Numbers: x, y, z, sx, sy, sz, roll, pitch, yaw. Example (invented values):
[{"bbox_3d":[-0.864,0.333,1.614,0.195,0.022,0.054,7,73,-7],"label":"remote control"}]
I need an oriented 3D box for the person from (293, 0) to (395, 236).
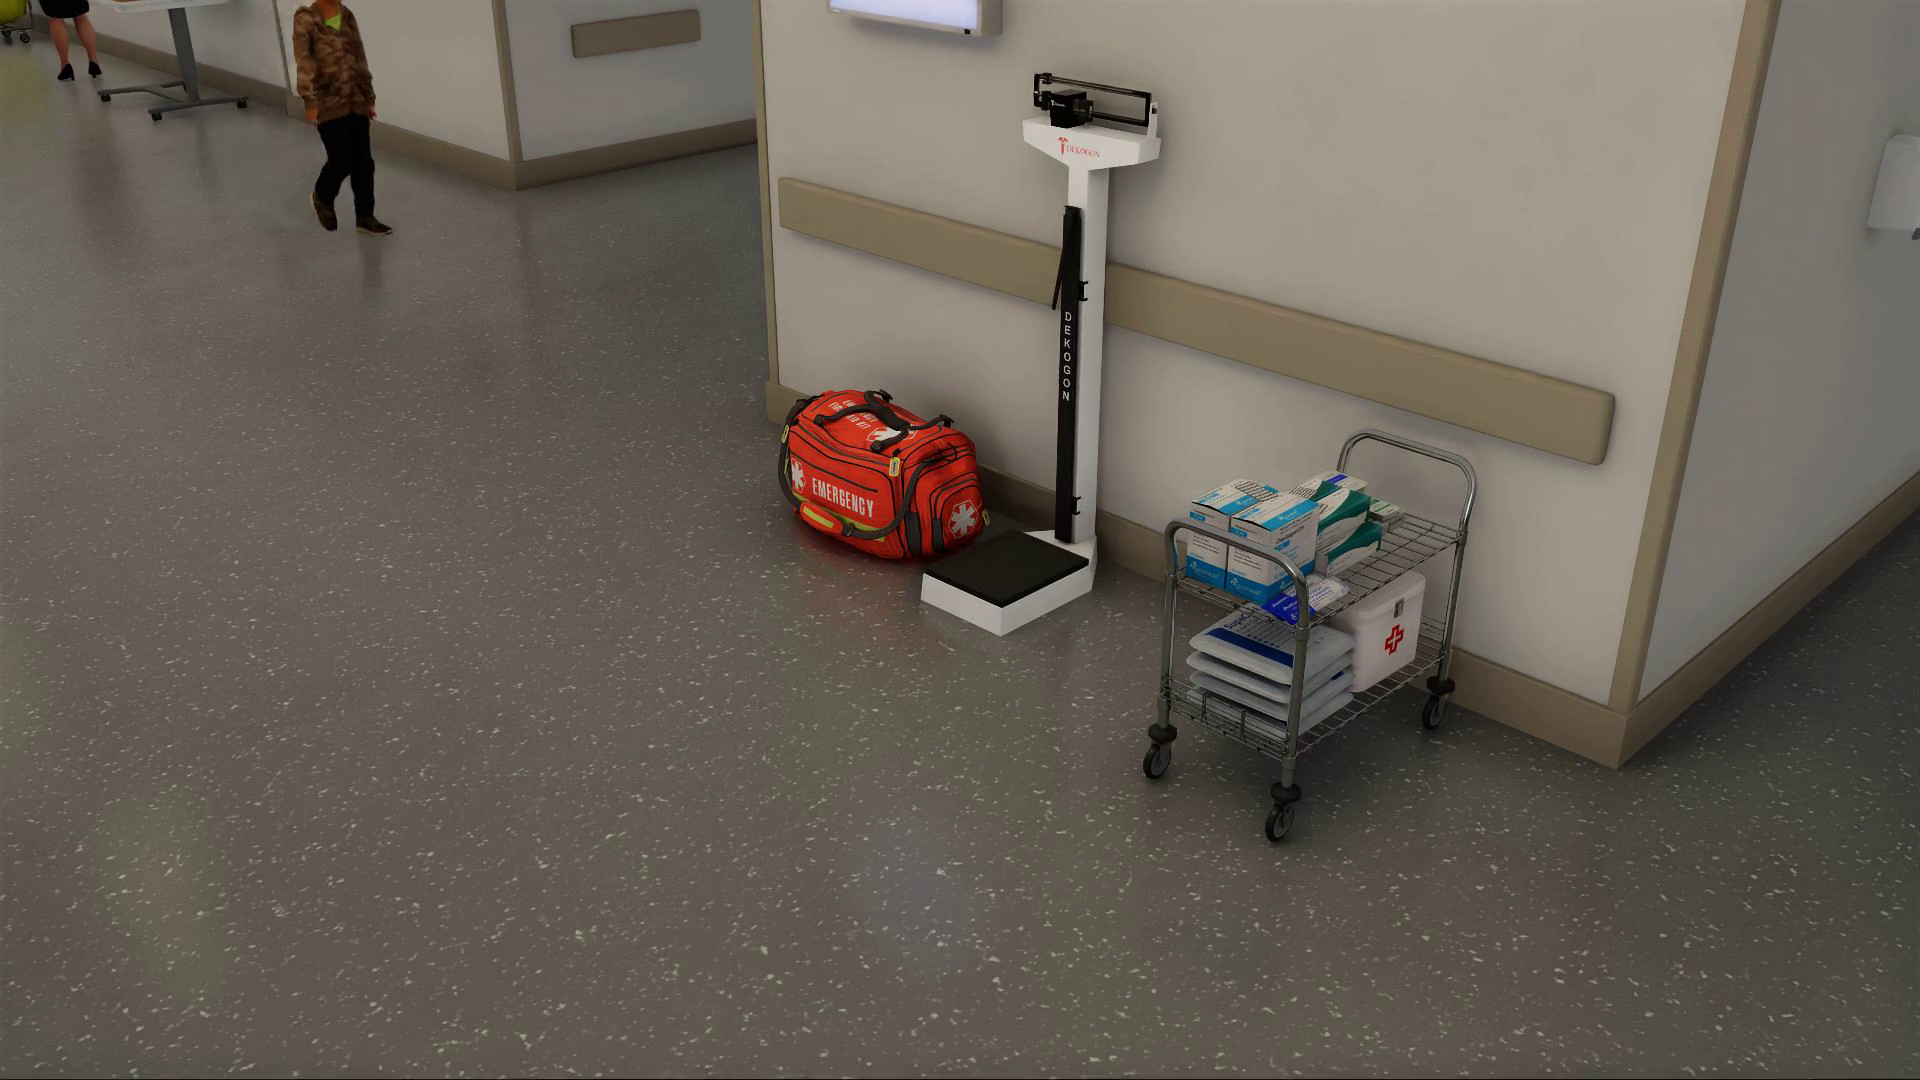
[{"bbox_3d":[-3.313,-2.313,8.750,0.722,1.445,0.654,15,30,28],"label":"person"}]

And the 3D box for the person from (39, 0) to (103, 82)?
[{"bbox_3d":[-7.007,-4.424,12.871,0.727,1.669,0.675,-17,31,-32],"label":"person"}]
